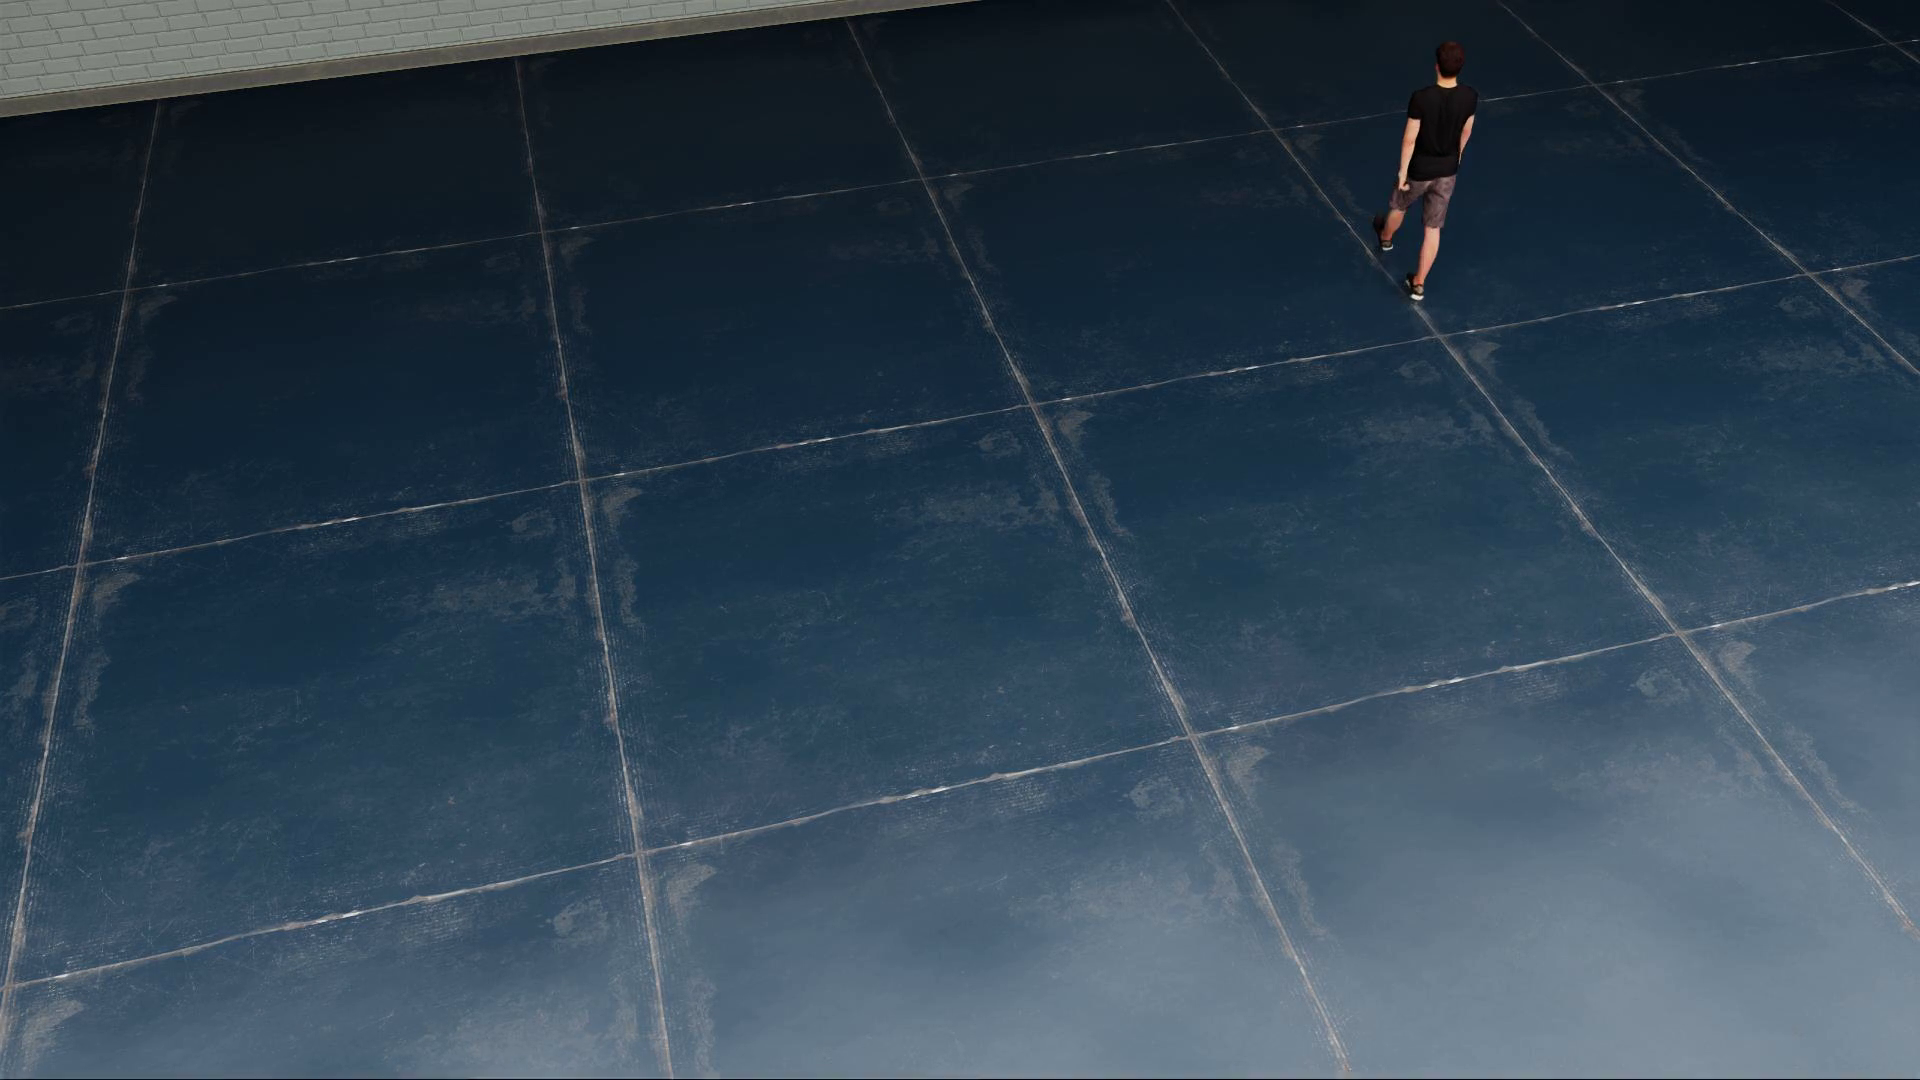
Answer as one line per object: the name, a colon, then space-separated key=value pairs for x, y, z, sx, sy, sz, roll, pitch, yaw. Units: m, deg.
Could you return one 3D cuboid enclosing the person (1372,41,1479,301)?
person: x=3.287 y=-2.518 z=11.550 sx=0.868 sy=1.819 sz=1.213 roll=0 pitch=43 yaw=0
